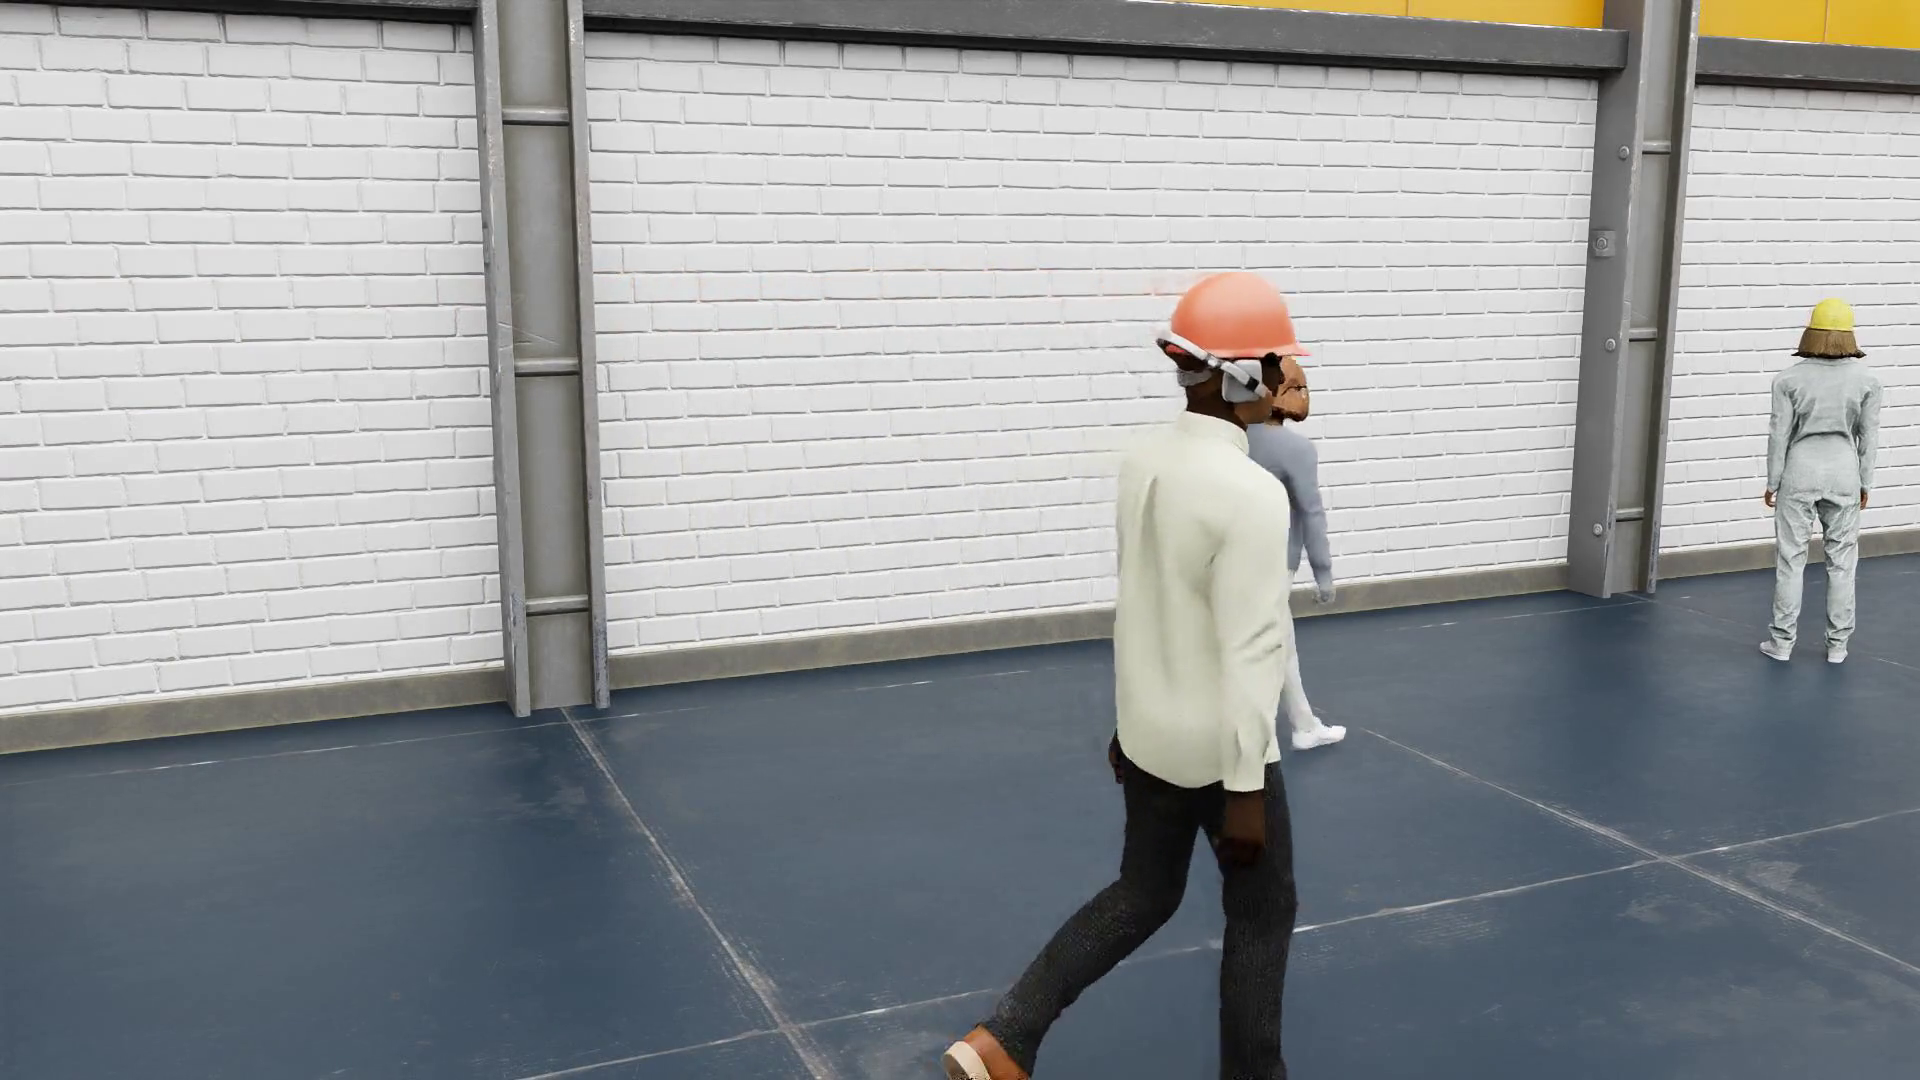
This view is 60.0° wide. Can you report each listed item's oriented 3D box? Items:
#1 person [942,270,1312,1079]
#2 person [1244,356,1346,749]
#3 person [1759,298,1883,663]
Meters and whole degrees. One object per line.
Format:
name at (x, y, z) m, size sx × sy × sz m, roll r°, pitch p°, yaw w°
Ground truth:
person at (0.419, 0.414, 3.555) m, size 0.877 × 1.966 × 0.628 m, roll -4°, pitch 11°, yaw -22°
person at (1.176, 0.090, 6.347) m, size 0.850 × 1.587 × 0.517 m, roll -5°, pitch 12°, yaw -27°
person at (4.104, -0.279, 7.958) m, size 0.485 × 1.744 × 0.294 m, roll 3°, pitch 11°, yaw 15°
